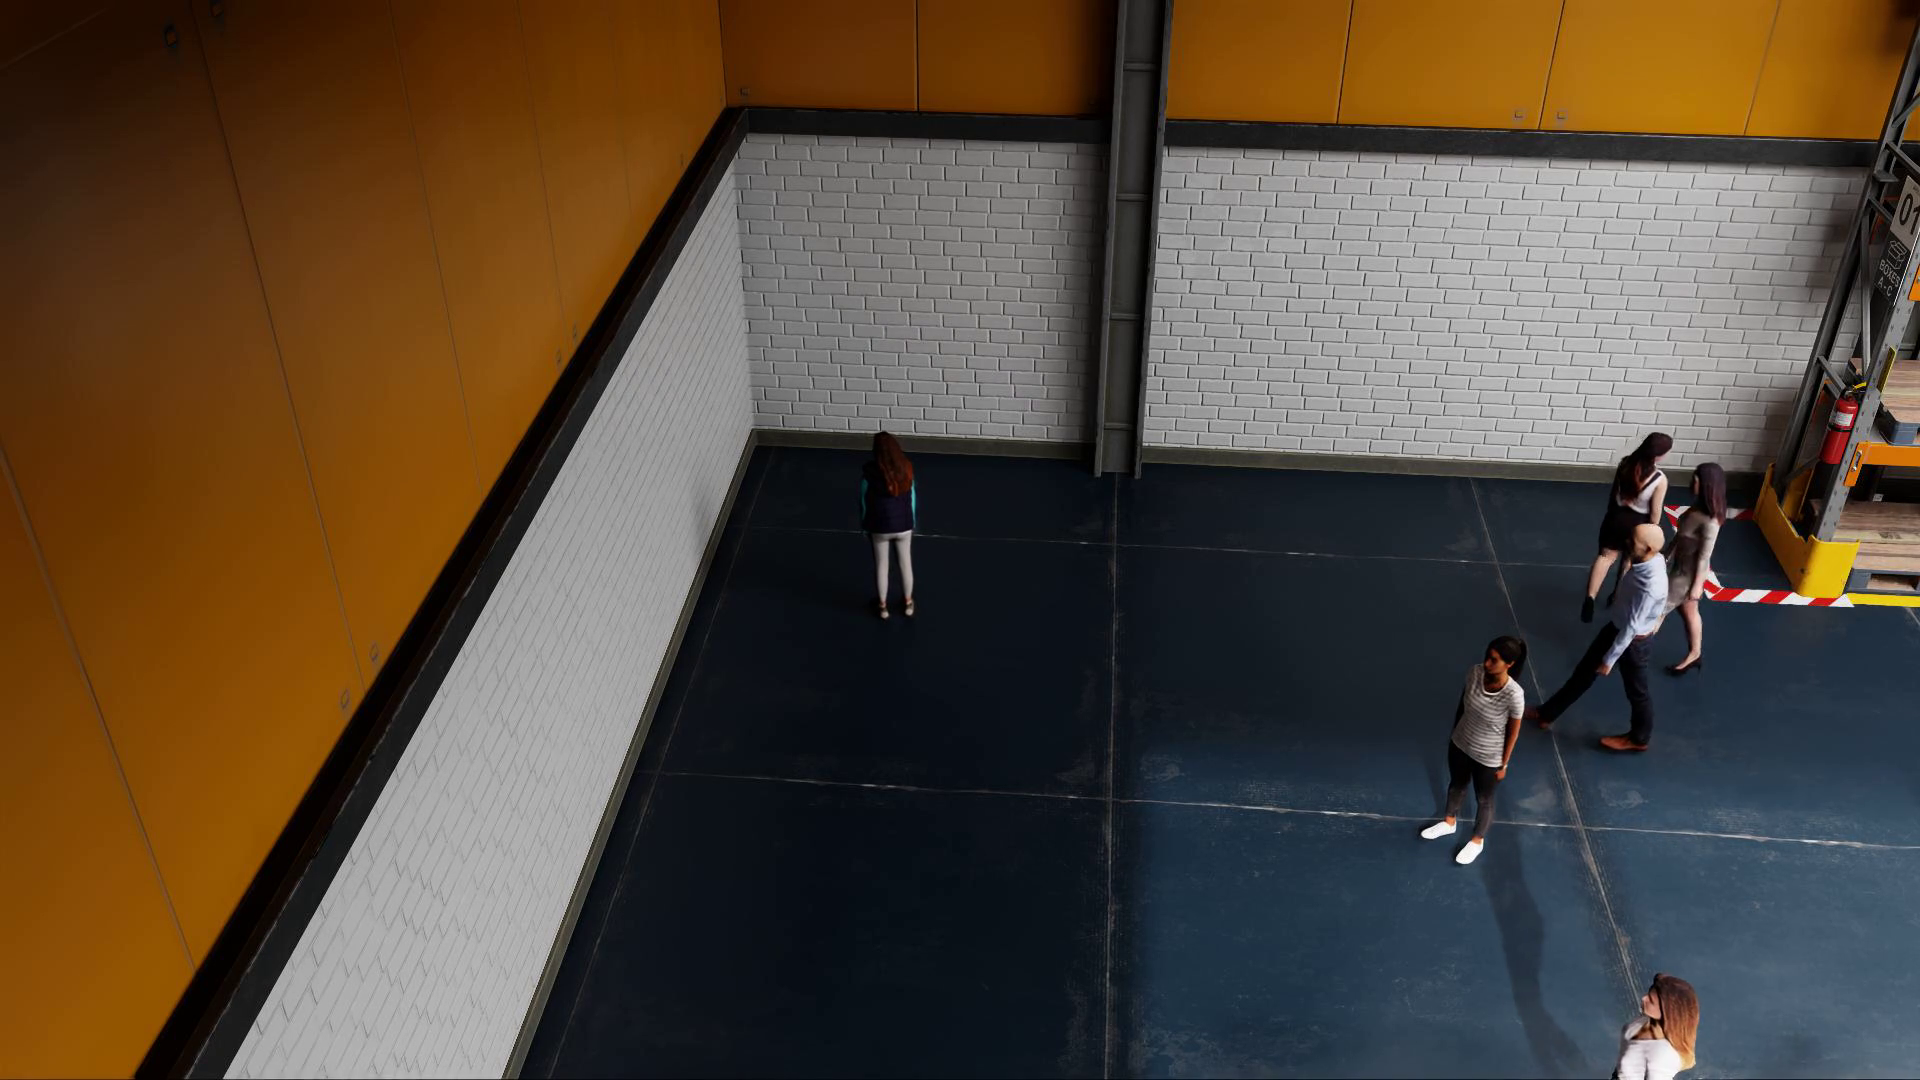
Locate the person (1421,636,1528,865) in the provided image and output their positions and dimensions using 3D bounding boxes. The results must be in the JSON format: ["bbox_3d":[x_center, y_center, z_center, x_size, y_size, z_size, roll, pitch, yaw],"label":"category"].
[{"bbox_3d":[3.144,1.239,10.016,0.692,1.646,0.653,-20,38,-27],"label":"person"}]

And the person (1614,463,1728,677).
[{"bbox_3d":[5.071,0.257,11.439,1.019,1.708,0.710,9,35,13],"label":"person"}]

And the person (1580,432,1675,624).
[{"bbox_3d":[4.784,-0.051,11.986,0.982,1.614,0.963,22,40,30],"label":"person"}]

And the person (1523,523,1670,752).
[{"bbox_3d":[4.401,0.690,10.750,1.175,1.748,0.751,7,34,10],"label":"person"}]

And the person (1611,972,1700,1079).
[{"bbox_3d":[3.236,2.666,7.769,0.849,1.757,0.685,9,35,14],"label":"person"}]

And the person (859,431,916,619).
[{"bbox_3d":[-0.513,-0.111,12.183,0.601,1.495,0.703,-6,34,-9],"label":"person"}]
